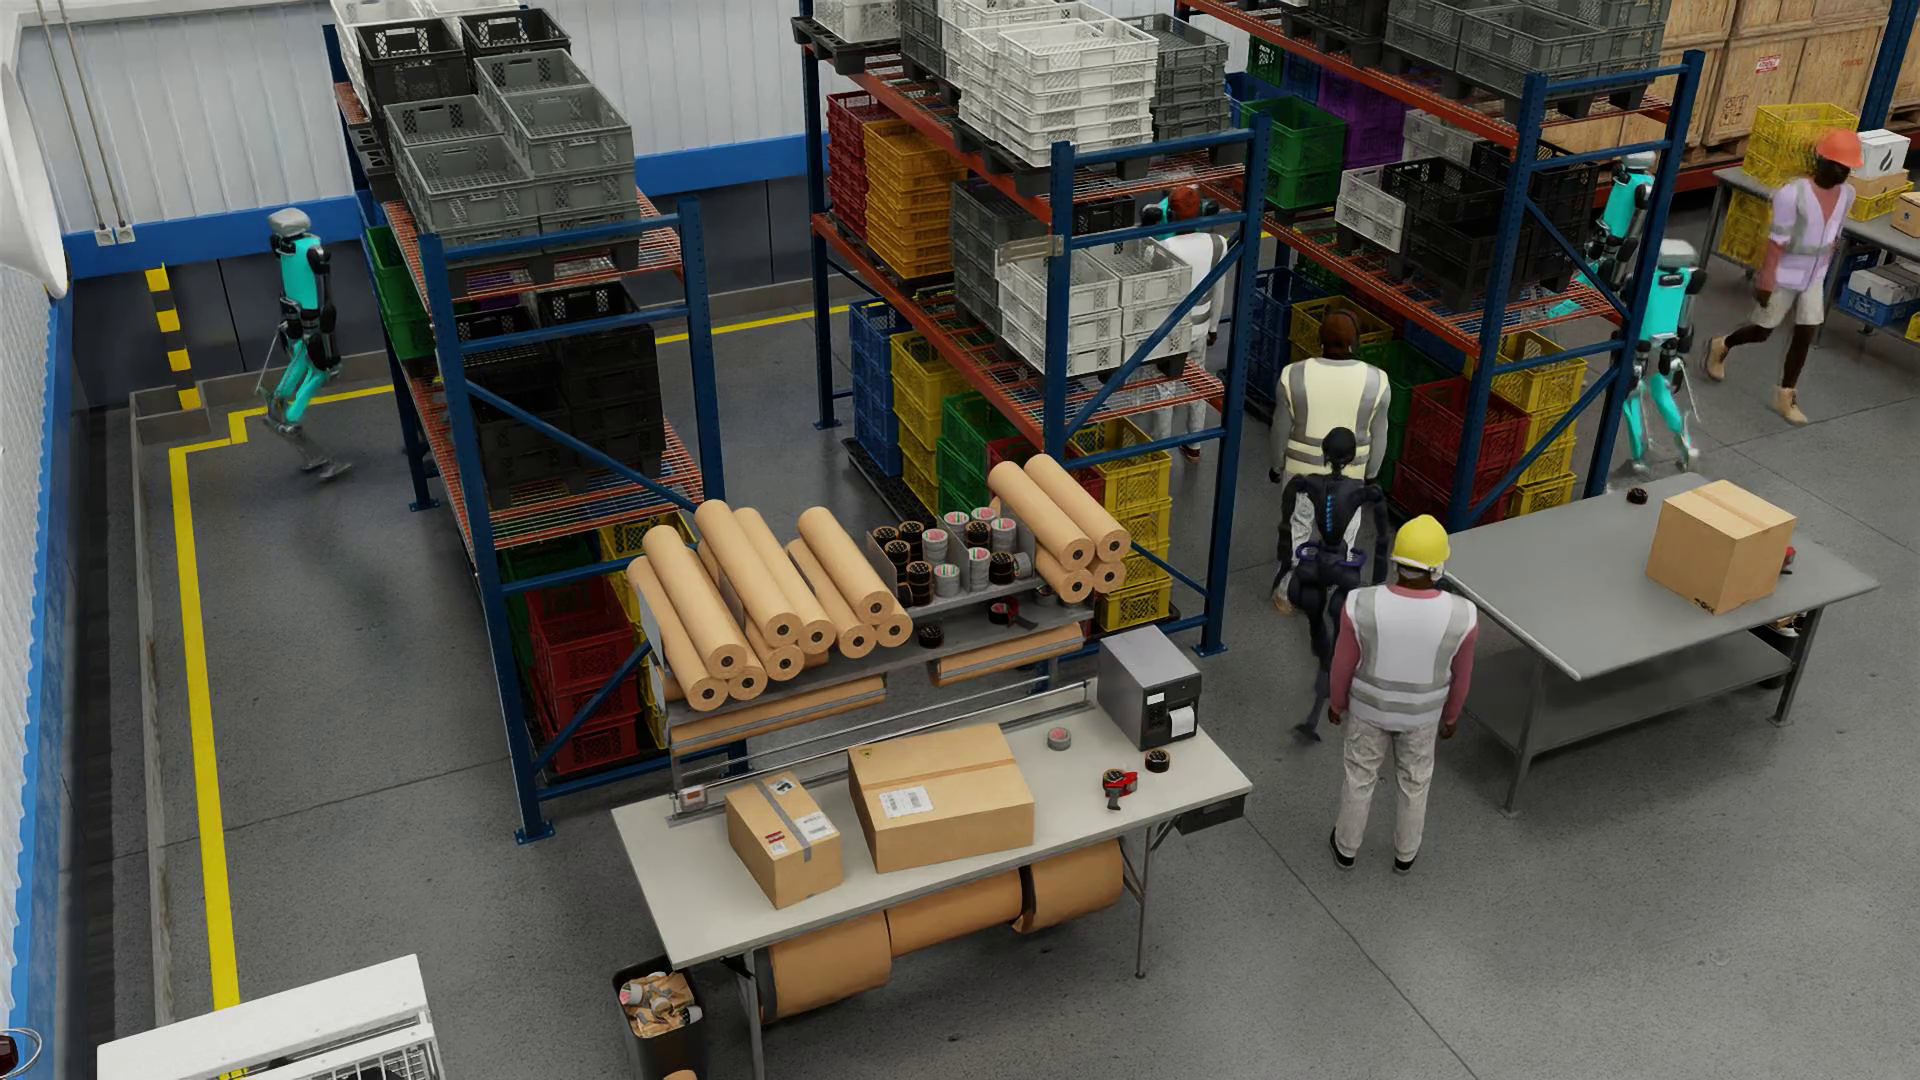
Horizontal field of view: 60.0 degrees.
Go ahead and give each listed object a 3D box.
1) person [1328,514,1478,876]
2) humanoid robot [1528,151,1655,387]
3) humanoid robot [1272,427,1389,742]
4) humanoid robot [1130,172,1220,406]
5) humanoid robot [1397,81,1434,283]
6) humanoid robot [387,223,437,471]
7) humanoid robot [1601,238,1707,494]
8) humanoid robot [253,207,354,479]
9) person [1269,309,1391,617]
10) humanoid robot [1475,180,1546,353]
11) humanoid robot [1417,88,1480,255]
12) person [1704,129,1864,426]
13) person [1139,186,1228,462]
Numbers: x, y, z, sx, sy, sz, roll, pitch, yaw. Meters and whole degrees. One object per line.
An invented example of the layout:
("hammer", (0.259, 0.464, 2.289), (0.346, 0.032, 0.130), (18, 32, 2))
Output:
("person", (1.914, 0.709, 7.331), (0.590, 1.828, 0.404), (6, 32, 9))
("humanoid robot", (4.316, -1.900, 11.574), (0.740, 1.698, 0.533), (-1, 32, -1))
("humanoid robot", (1.847, 0.211, 8.344), (0.600, 1.634, 0.792), (13, 34, 20))
("humanoid robot", (1.365, -1.730, 11.336), (0.530, 1.738, 0.744), (-9, 33, -14))
("humanoid robot", (3.614, -2.542, 12.766), (0.821, 1.857, 0.531), (25, 39, 34))
("humanoid robot", (-3.493, -1.222, 10.608), (0.328, 1.654, 0.599), (-13, 34, -21))
("humanoid robot", (4.261, -0.840, 9.972), (0.530, 1.777, 0.996), (-7, 32, -11))
("humanoid robot", (-4.194, -1.170, 10.407), (0.538, 1.735, 0.692), (24, 39, 33))
("person", (1.999, -0.401, 9.127), (0.619, 1.837, 0.430), (5, 32, 9))
("humanoid robot", (3.748, -1.737, 11.434), (0.599, 1.657, 0.315), (-4, 32, -7))
("humanoid robot", (3.934, -2.977, 13.512), (0.609, 1.619, 0.768), (-18, 36, -26))
("person", (5.631, -1.833, 11.288), (0.617, 2.015, 0.854), (-7, 32, -11))
("person", (1.396, -1.341, 10.606), (0.573, 1.887, 0.355), (-10, 33, -16))
